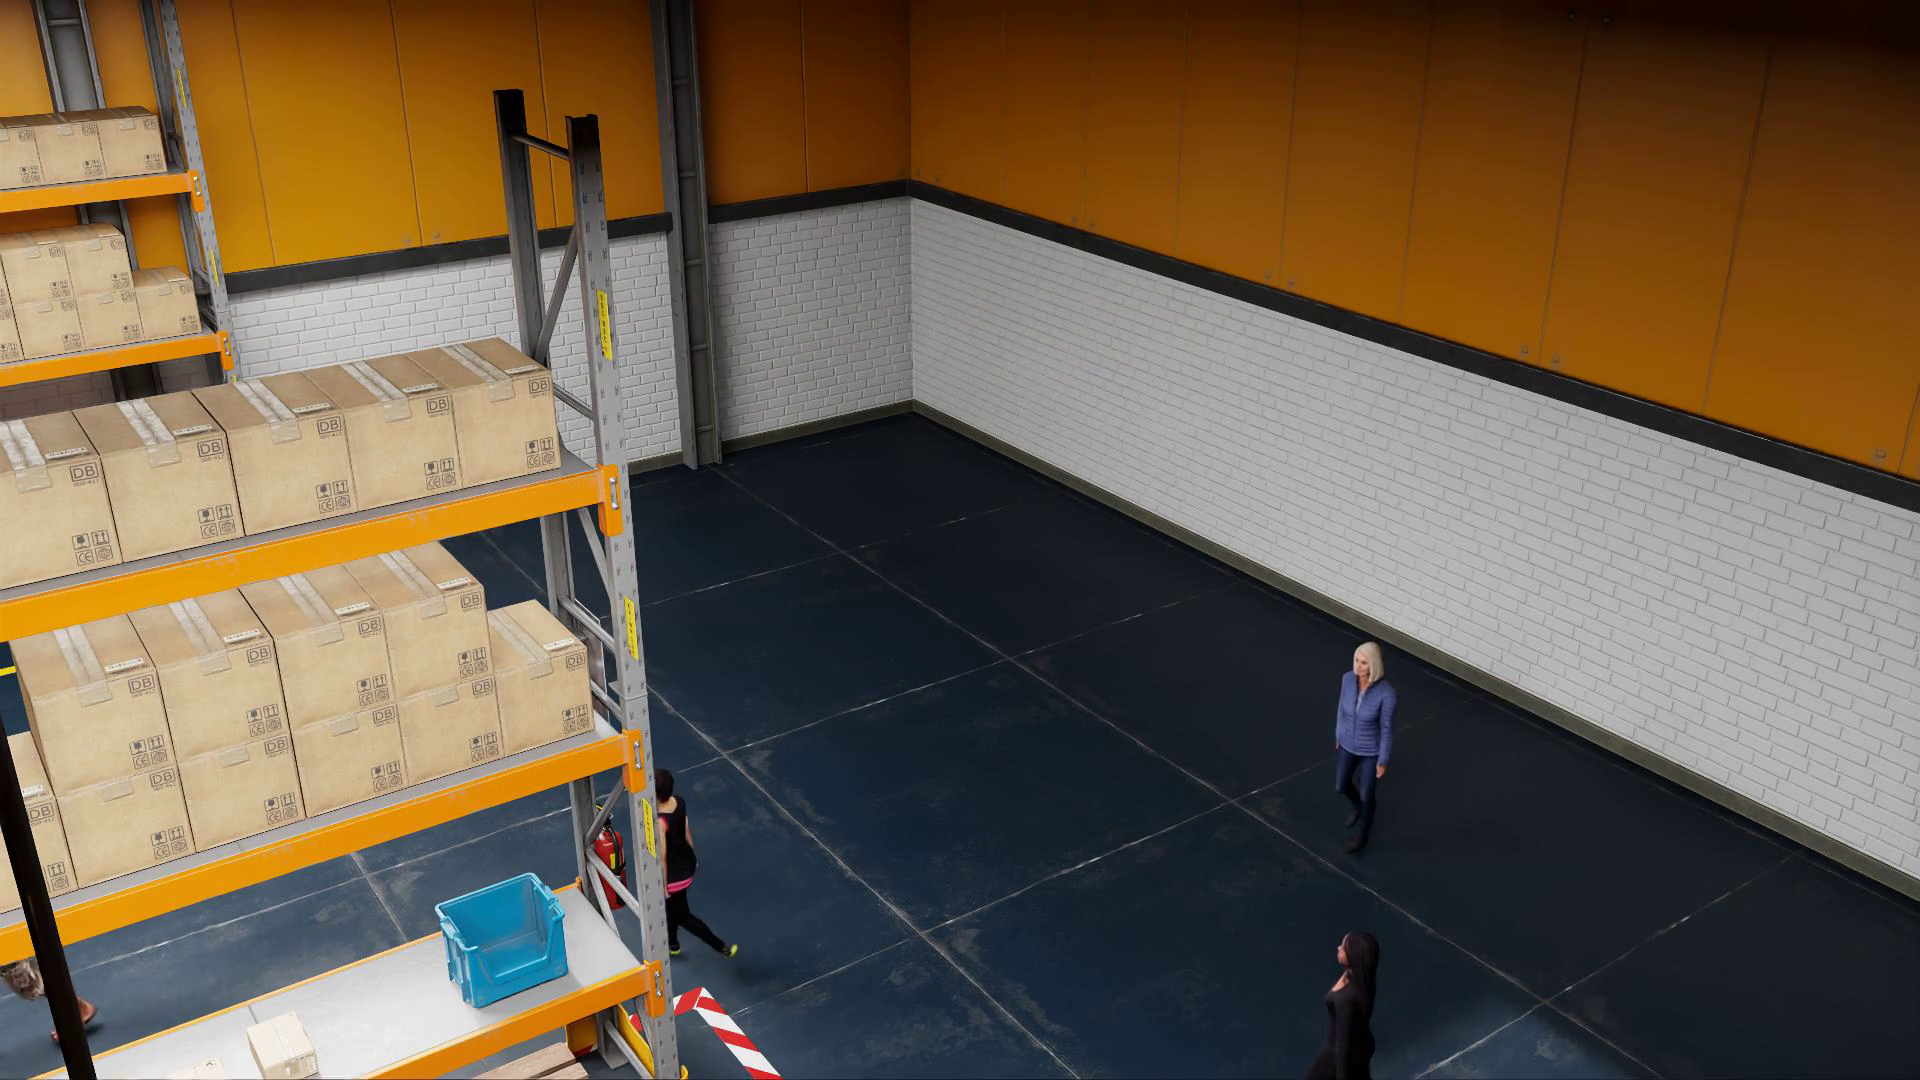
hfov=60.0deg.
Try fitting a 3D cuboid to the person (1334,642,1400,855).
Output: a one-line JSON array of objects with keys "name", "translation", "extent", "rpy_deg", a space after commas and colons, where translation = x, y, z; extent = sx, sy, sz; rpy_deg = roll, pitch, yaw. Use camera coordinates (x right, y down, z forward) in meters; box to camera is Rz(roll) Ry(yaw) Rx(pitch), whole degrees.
[{"name": "person", "translation": [3.076, 1.511, 12.500], "extent": [0.758, 1.728, 0.805], "rpy_deg": [19, 30, 37]}]

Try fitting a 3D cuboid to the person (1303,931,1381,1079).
[{"name": "person", "translation": [2.247, 2.939, 9.292], "extent": [1.057, 1.680, 1.203], "rpy_deg": [12, 26, 25]}]

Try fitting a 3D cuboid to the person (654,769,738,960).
[{"name": "person", "translation": [-1.838, 2.220, 11.141], "extent": [1.004, 1.516, 0.950], "rpy_deg": [6, 24, 13]}]
